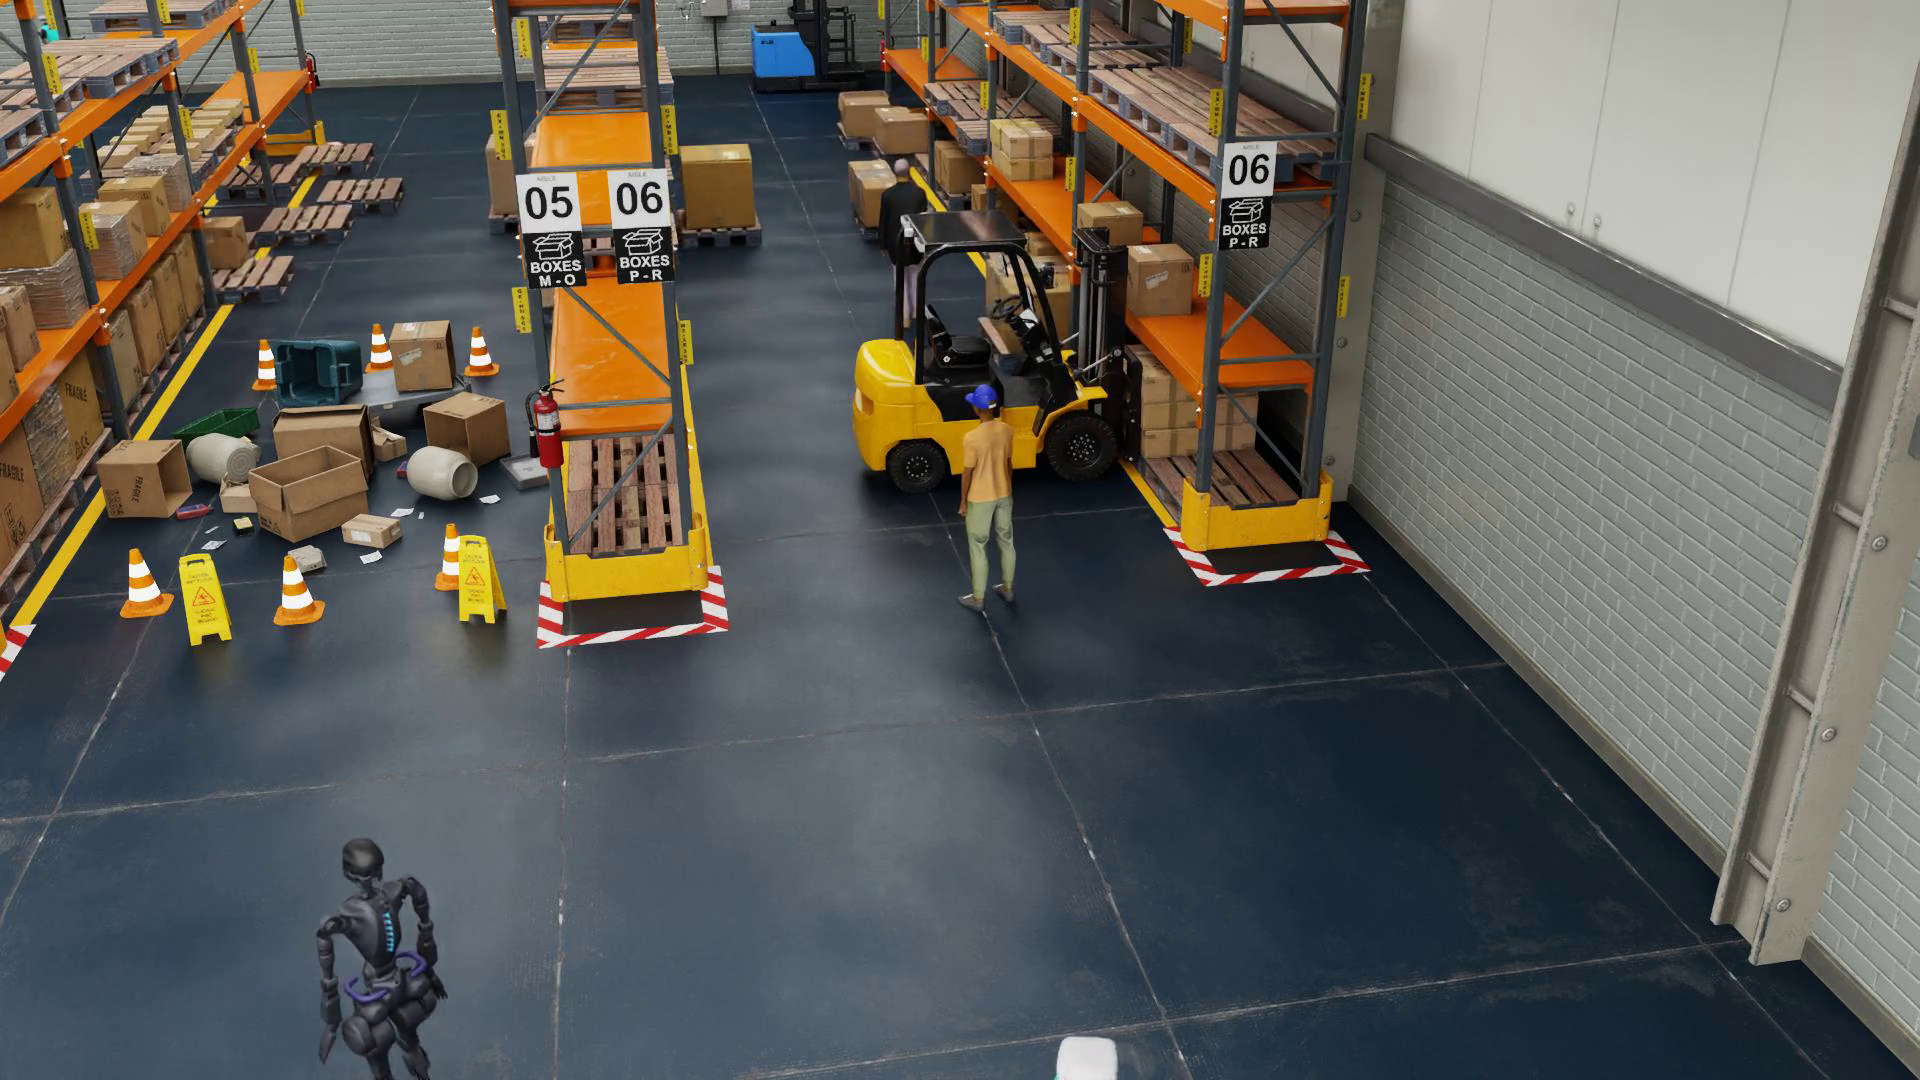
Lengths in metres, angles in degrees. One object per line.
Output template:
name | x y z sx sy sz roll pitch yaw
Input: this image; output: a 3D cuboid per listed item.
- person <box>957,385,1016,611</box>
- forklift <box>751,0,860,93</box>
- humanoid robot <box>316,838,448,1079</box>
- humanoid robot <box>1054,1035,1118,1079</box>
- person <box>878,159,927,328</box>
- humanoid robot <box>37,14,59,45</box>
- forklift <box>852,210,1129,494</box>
person | 0.179 -0.321 12.137 0.438 1.709 0.390 -17 31 -32
forklift | -2.872 -9.679 30.288 1.873 2.768 1.129 -5 26 -10
humanoid robot | -2.531 2.021 7.293 0.328 1.655 0.609 18 31 33
humanoid robot | 0.721 2.567 6.136 0.830 1.802 0.530 -1 26 -2
person | -0.600 -3.200 17.989 0.567 1.830 0.431 -2 26 -4
humanoid robot | -14.852 -7.968 28.059 0.995 1.747 0.607 2 26 5
forklift | 0.216 -1.659 14.366 2.313 2.155 1.214 -5 26 -10
